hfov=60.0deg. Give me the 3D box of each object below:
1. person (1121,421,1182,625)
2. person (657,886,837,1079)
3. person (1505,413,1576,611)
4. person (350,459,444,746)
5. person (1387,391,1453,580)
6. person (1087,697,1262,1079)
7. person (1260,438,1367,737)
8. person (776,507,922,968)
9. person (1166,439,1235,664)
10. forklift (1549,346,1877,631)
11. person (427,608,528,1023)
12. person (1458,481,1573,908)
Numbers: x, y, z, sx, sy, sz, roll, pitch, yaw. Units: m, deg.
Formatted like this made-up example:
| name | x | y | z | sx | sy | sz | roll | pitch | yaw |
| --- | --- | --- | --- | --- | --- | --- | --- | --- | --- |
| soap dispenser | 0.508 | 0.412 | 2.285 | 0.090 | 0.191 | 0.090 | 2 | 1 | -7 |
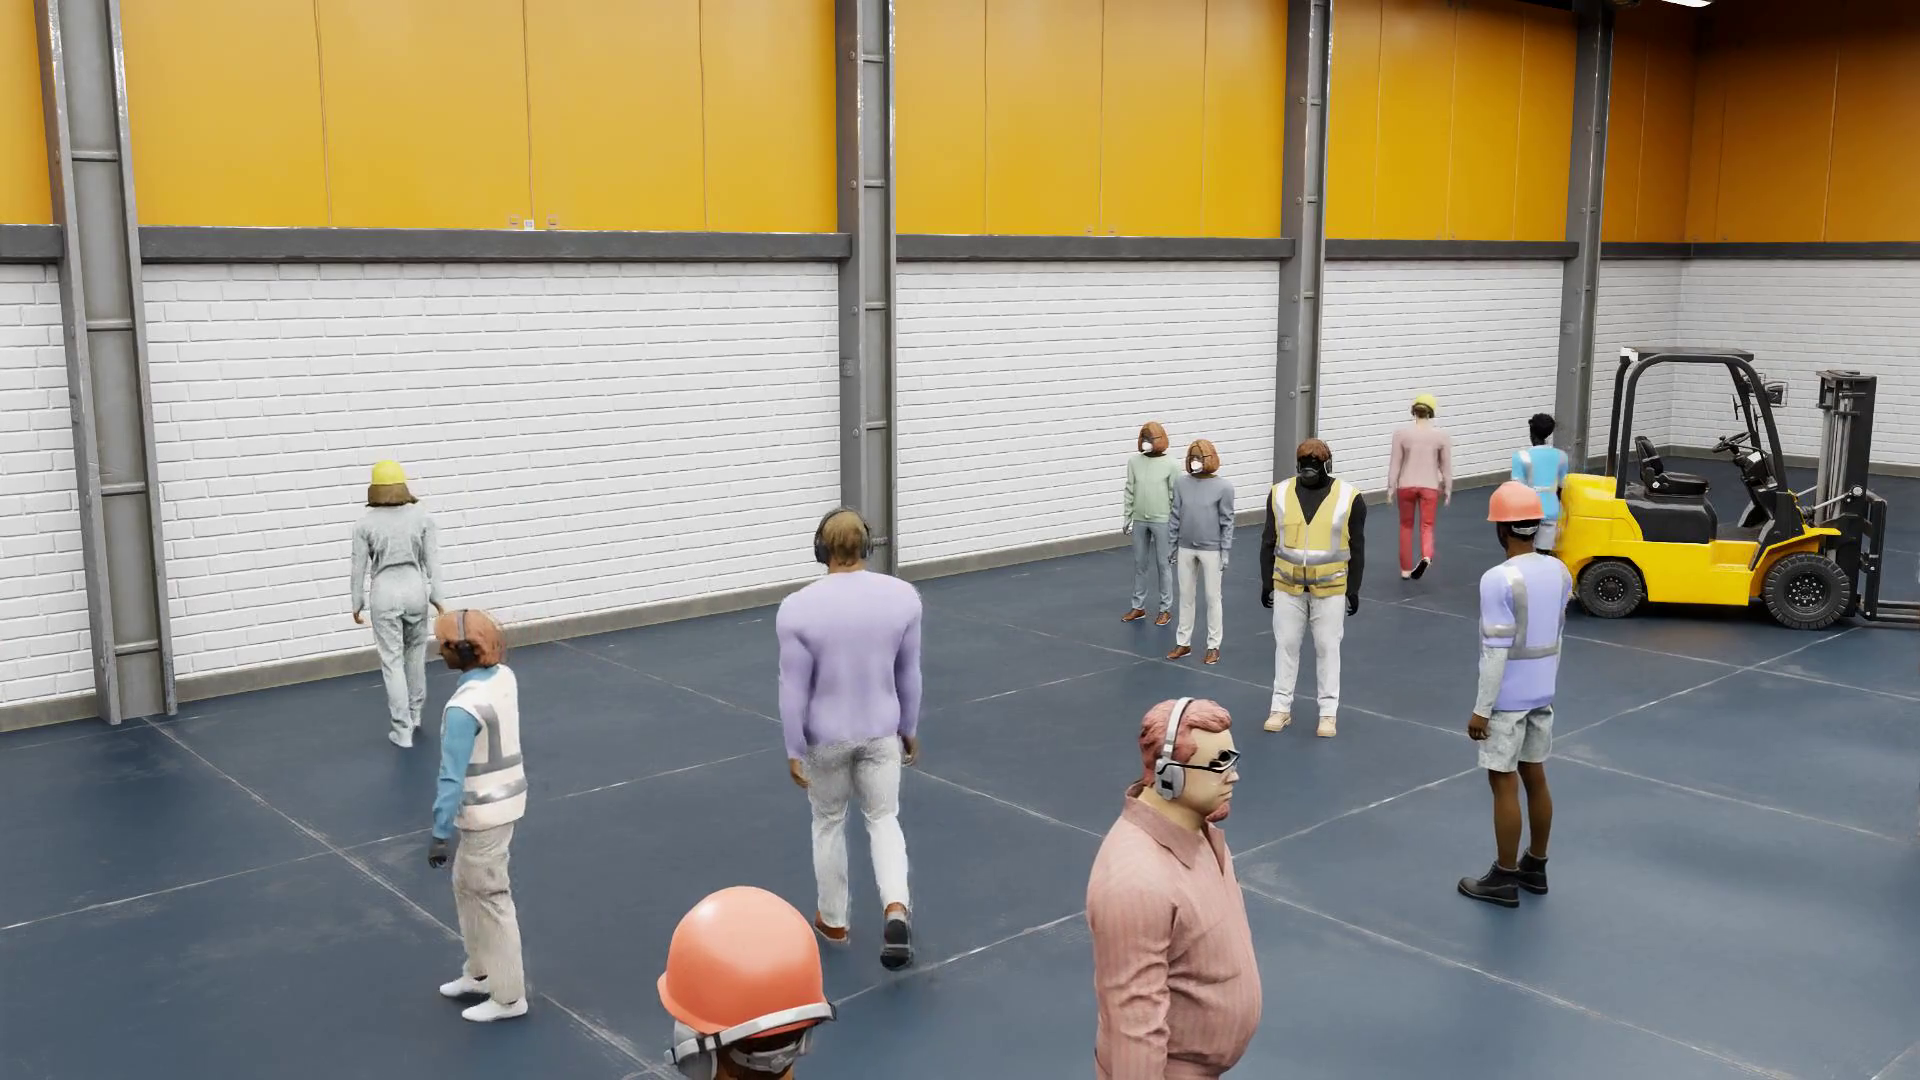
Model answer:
| name | x | y | z | sx | sy | sz | roll | pitch | yaw |
| --- | --- | --- | --- | --- | --- | --- | --- | --- | --- |
| person | 1.535 | -0.137 | 13.330 | 0.507 | 1.632 | 0.275 | 6 | 12 | 33 |
| person | -0.316 | 1.511 | 2.630 | 0.612 | 1.995 | 0.382 | -9 | 13 | -42 |
| person | 4.759 | -0.203 | 13.622 | 0.537 | 1.668 | 0.680 | -2 | 10 | -11 |
| person | -3.471 | 0.359 | 10.178 | 0.514 | 1.717 | 0.734 | -6 | 11 | -32 |
| person | 4.126 | -0.461 | 14.923 | 0.566 | 1.733 | 0.669 | 3 | 10 | 15 |
| person | 0.527 | 1.310 | 4.065 | 0.403 | 1.906 | 0.652 | 3 | 10 | 17 |
| person | 2.150 | 0.291 | 10.221 | 0.634 | 1.841 | 0.429 | 4 | 10 | 22 |
| person | -0.433 | 0.823 | 6.879 | 0.632 | 1.922 | 0.759 | -3 | 10 | -17 |
| person | 1.736 | 0.082 | 12.063 | 0.507 | 1.635 | 0.278 | 6 | 11 | 31 |
| forklift | 6.109 | -0.478 | 13.691 | 2.313 | 2.155 | 1.214 | 3 | 10 | 16 |
| person | -1.906 | 1.056 | 6.336 | 0.519 | 1.622 | 0.547 | 0 | 10 | 3 |
| person | 2.506 | 0.697 | 7.573 | 0.548 | 1.932 | 0.377 | -7 | 12 | -35 |
